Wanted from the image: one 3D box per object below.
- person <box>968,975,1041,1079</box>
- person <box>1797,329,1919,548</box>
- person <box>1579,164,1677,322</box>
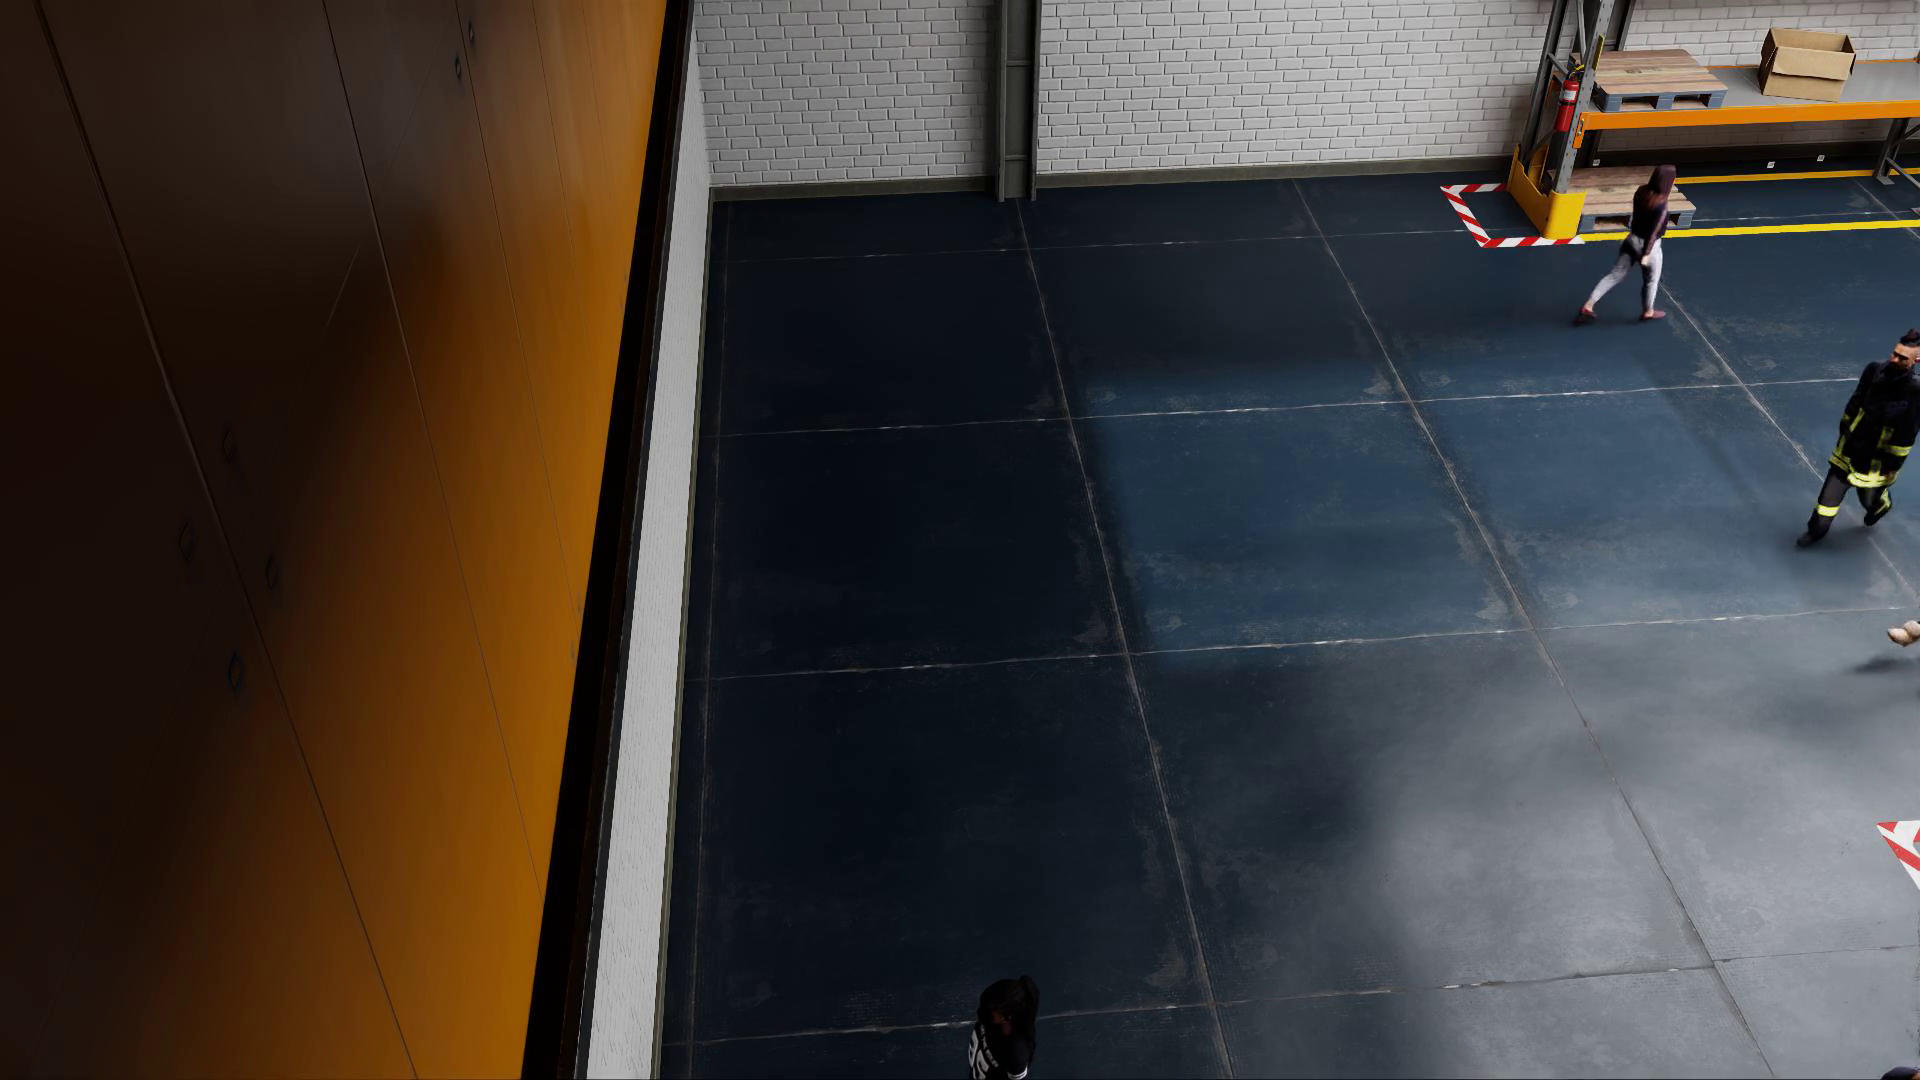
[{"bbox_3d":[0.185,2.725,8.177,0.681,1.729,0.681,-15,41,-18],"label":"person"},{"bbox_3d":[6.886,-0.743,12.435,1.184,1.834,1.037,-23,44,-26],"label":"person"},{"bbox_3d":[6.075,-2.623,14.997,1.112,1.573,0.709,-9,40,-11],"label":"person"}]
